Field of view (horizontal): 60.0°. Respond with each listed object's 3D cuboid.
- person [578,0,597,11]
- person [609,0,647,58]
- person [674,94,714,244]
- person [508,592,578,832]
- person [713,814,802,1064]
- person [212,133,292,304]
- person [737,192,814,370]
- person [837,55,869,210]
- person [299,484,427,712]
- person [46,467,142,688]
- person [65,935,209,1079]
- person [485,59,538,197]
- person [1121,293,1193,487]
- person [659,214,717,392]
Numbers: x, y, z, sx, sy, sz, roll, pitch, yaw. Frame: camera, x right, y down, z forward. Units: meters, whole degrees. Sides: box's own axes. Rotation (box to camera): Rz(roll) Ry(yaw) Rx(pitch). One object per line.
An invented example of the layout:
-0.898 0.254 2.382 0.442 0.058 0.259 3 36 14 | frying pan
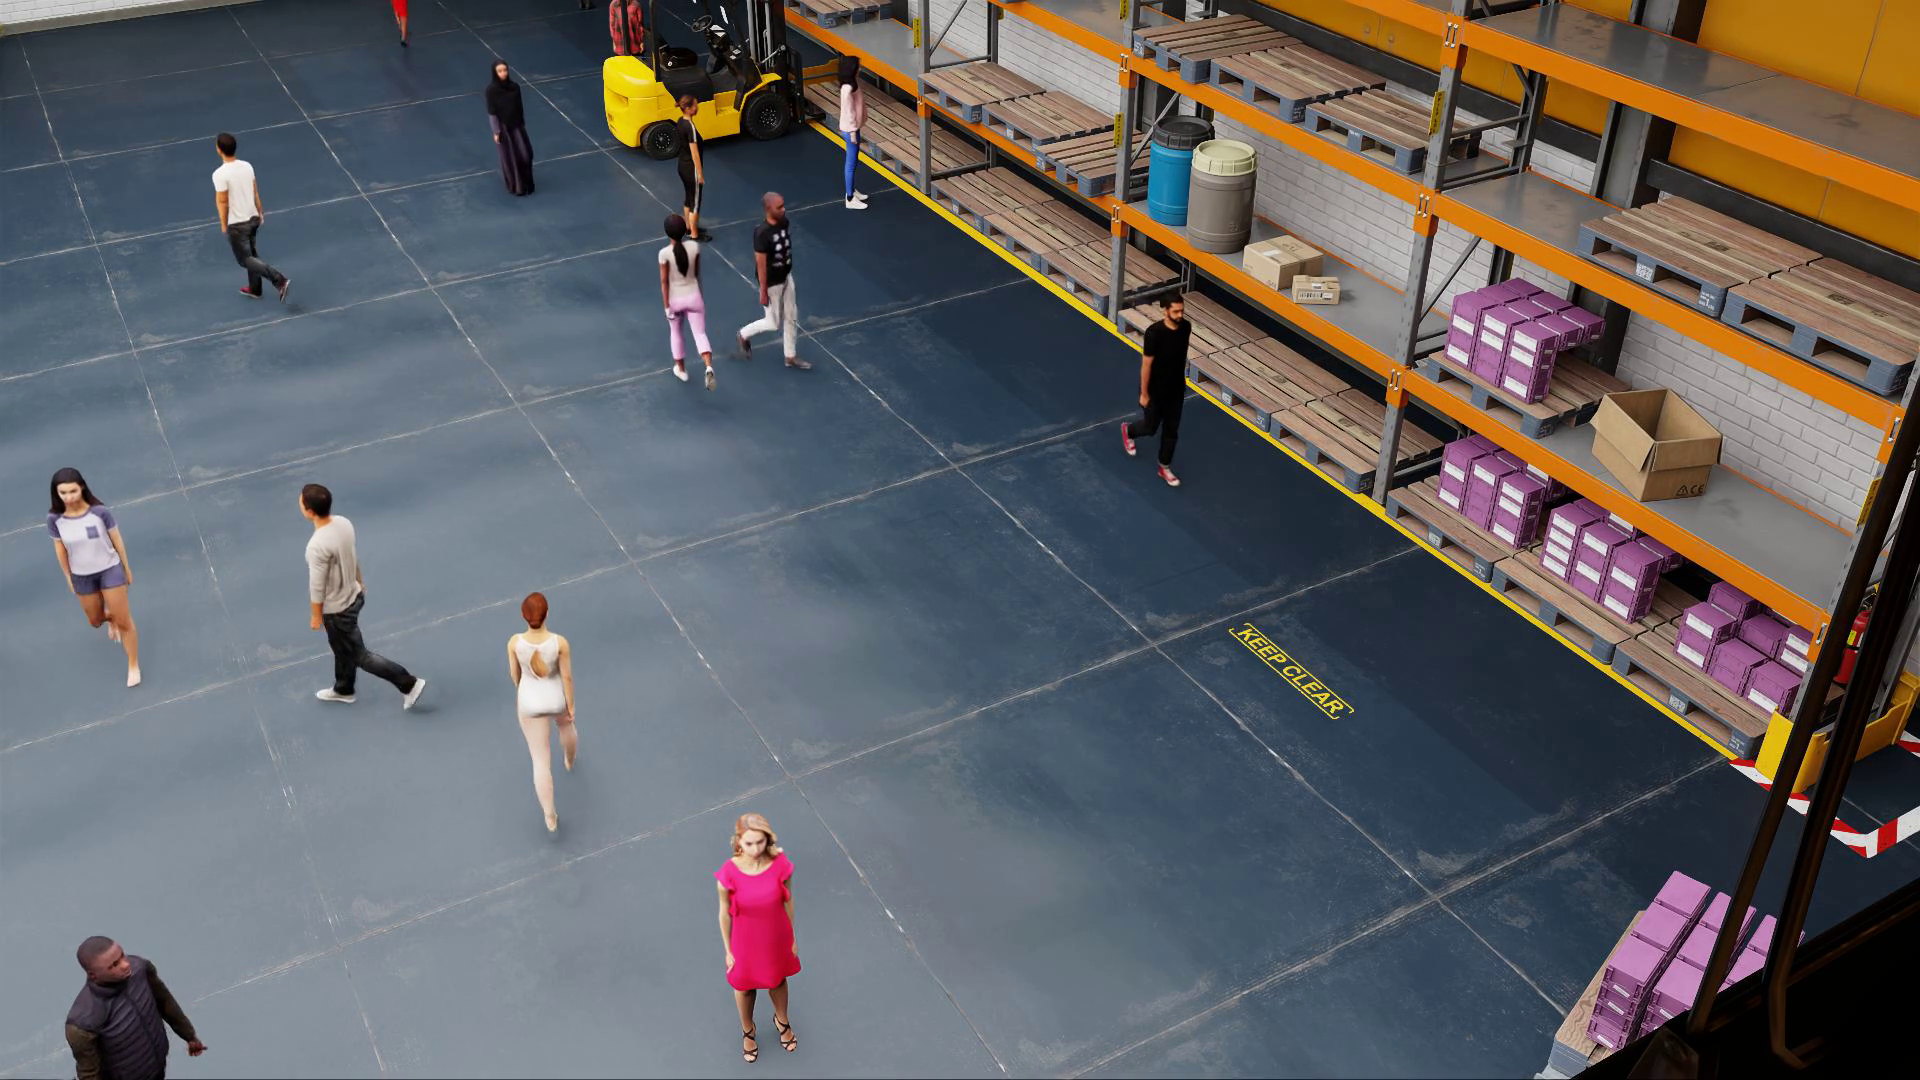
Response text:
-5.939 -8.982 26.011 0.553 1.315 0.605 5 34 7 | person
-4.388 -6.582 22.051 0.696 1.703 0.709 0 34 0 | person
-2.980 -4.101 18.350 0.659 1.667 0.473 -14 36 -20 | person
-2.645 1.105 10.578 0.763 1.601 1.147 -7 34 -11 | person
-1.077 2.127 8.926 0.610 1.728 0.596 -10 35 -15 | person
-7.247 -3.232 16.940 1.104 1.780 1.013 12 35 17 | person
-1.817 -2.453 15.763 1.108 1.786 0.964 16 37 23 | person
-1.257 -4.718 19.188 0.782 1.767 0.654 -1 34 -1 | person
-4.162 0.436 11.414 1.067 1.789 1.123 -1 34 -1 | person
-6.120 0.204 11.825 0.683 1.721 0.914 -11 35 -17 | person
-4.106 2.601 8.158 1.211 1.788 1.200 6 34 8 | person
-5.333 -4.865 19.551 0.580 1.610 0.730 -18 38 -25 | person
1.679 -1.330 14.116 0.632 1.739 0.953 -18 38 -25 | person
-2.507 -2.160 15.385 0.624 1.717 1.026 -15 37 -22 | person
